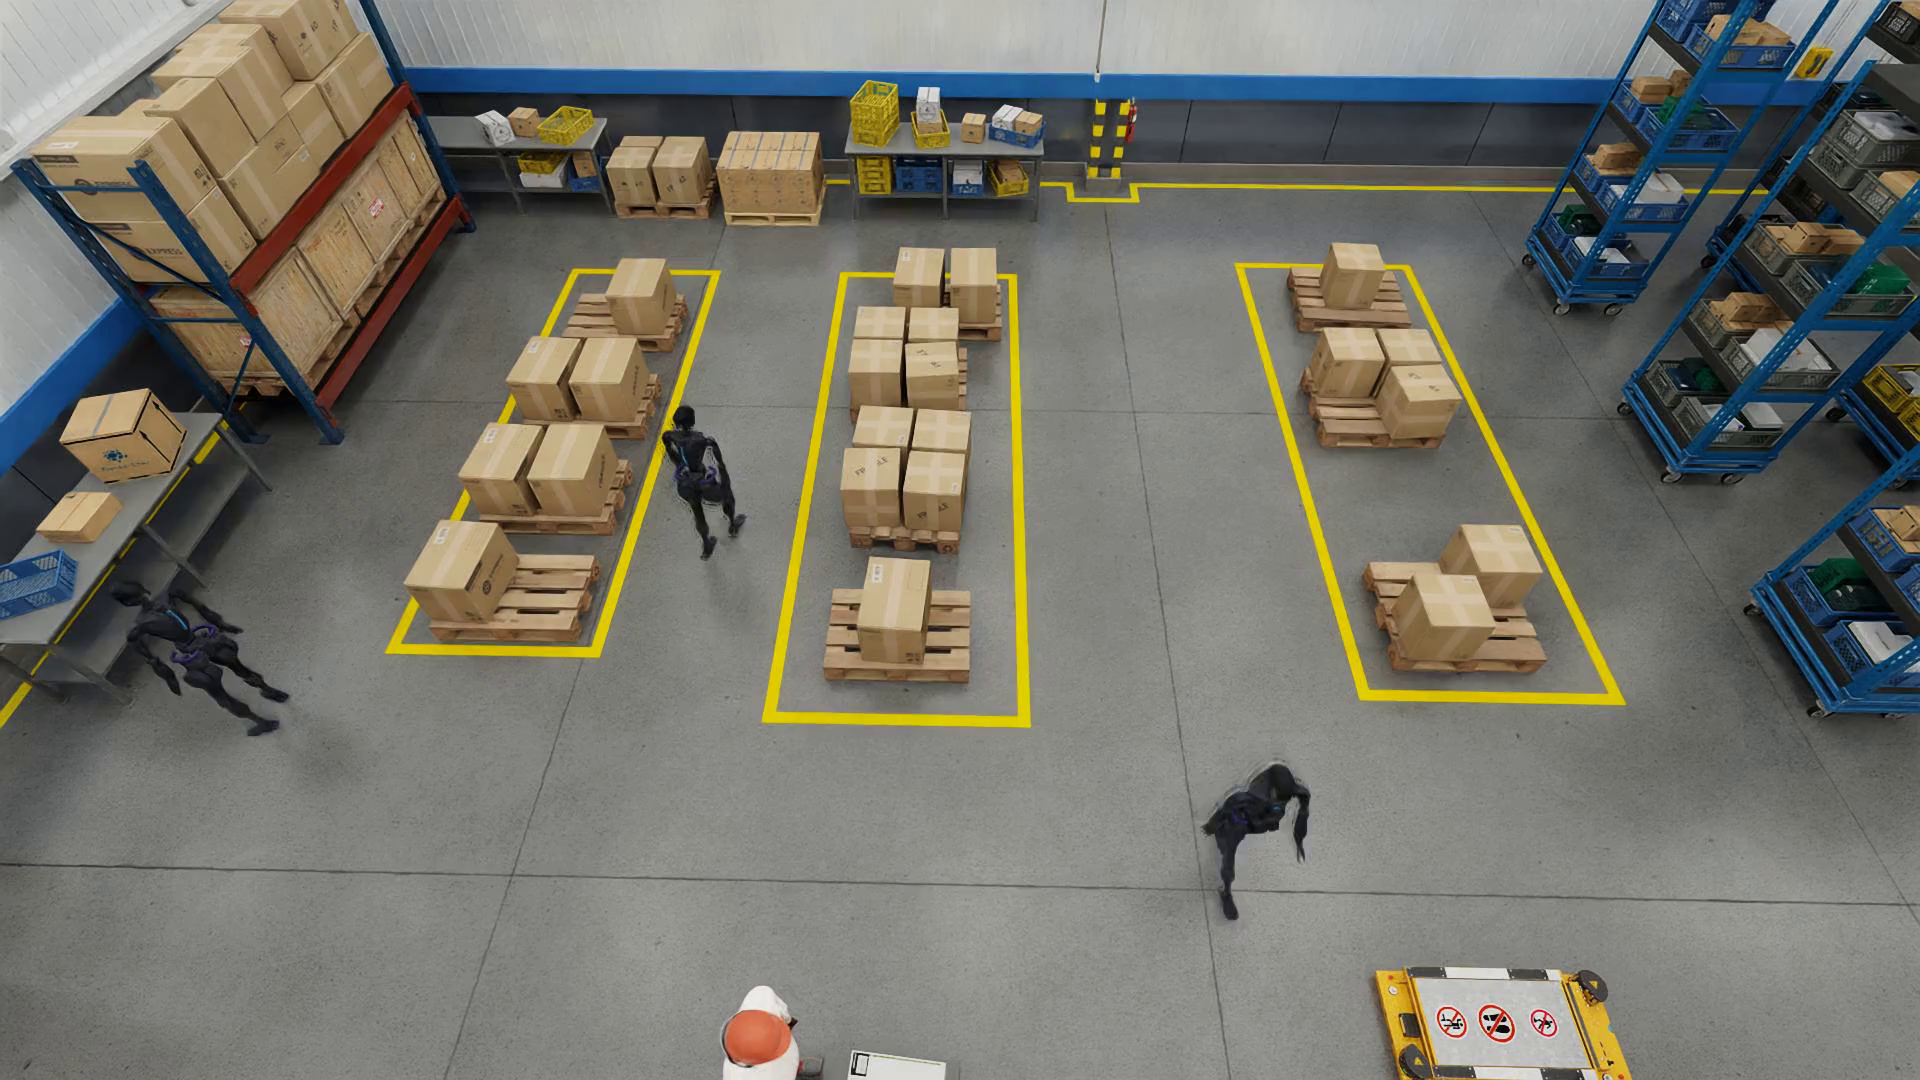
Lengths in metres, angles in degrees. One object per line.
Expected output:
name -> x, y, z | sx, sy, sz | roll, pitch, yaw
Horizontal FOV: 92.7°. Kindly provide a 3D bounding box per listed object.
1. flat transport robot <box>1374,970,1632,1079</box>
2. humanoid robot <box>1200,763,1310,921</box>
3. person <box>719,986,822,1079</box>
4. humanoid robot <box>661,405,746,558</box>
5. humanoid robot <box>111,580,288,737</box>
flat transport robot -> 3.501, 3.133, 5.914 | 1.431, 0.197, 0.652 | 1, 51, 1
humanoid robot -> 1.953, 1.893, 6.060 | 0.597, 1.627, 0.757 | -8, 51, -6
person -> -1.011, 2.898, 5.019 | 0.406, 1.986, 0.614 | 3, 51, 2
humanoid robot -> -2.259, -0.556, 8.041 | 0.596, 1.640, 0.631 | 6, 51, 5
humanoid robot -> -5.670, 0.834, 6.892 | 0.477, 1.635, 0.655 | 3, 51, 2
